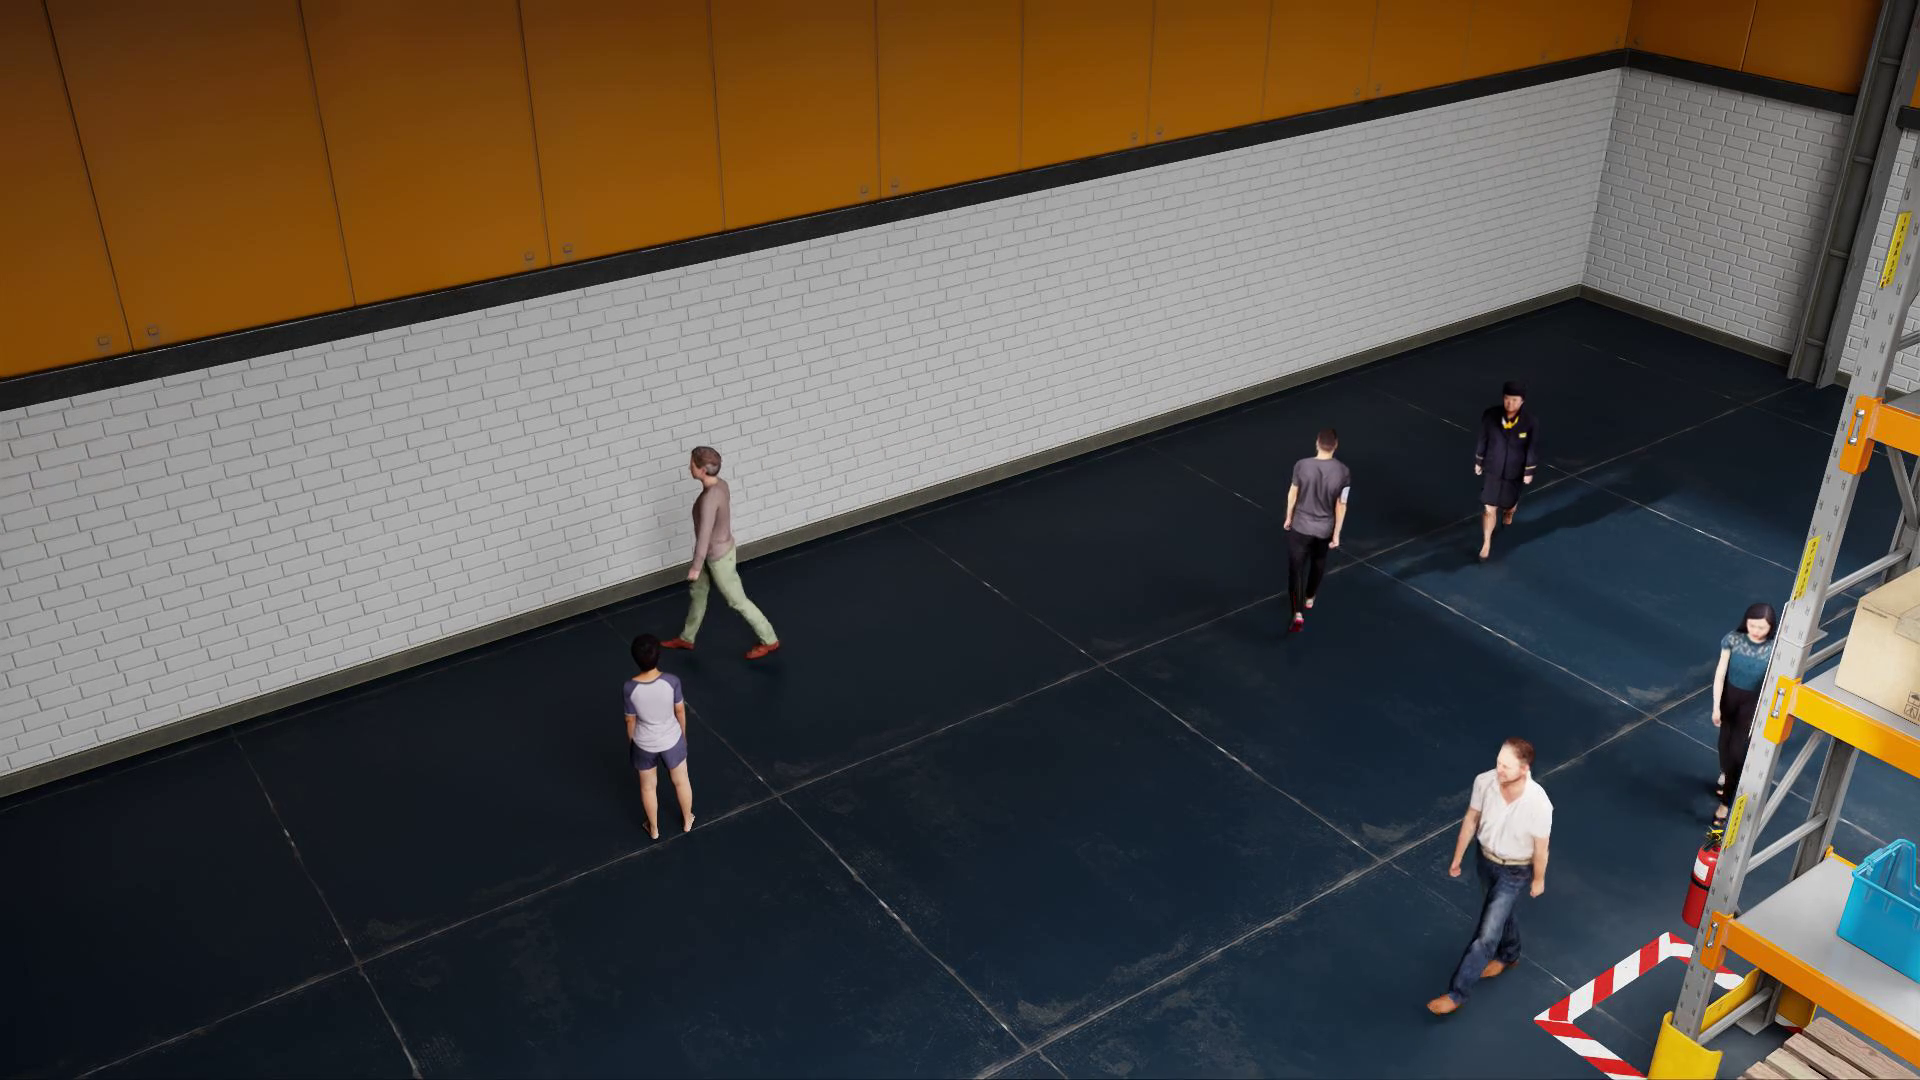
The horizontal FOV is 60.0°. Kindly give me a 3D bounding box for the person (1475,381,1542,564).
[{"bbox_3d":[4.844,-0.633,14.713,1.051,1.651,1.015,15,32,26],"label":"person"}]

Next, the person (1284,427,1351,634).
[{"bbox_3d":[2.865,-0.057,13.569,1.094,1.735,1.180,4,29,7],"label":"person"}]

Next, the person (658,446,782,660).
[{"bbox_3d":[-1.817,0.153,13.080,1.163,1.835,1.284,-2,29,-4],"label":"person"}]

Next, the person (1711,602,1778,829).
[{"bbox_3d":[5.401,1.105,11.480,0.881,1.696,0.813,16,33,27],"label":"person"}]

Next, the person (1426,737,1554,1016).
[{"bbox_3d":[3.302,1.903,9.888,0.766,1.820,1.064,-16,32,-27],"label":"person"}]

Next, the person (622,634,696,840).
[{"bbox_3d":[-2.041,1.324,11.213,0.634,1.567,0.634,-7,29,-12],"label":"person"}]
